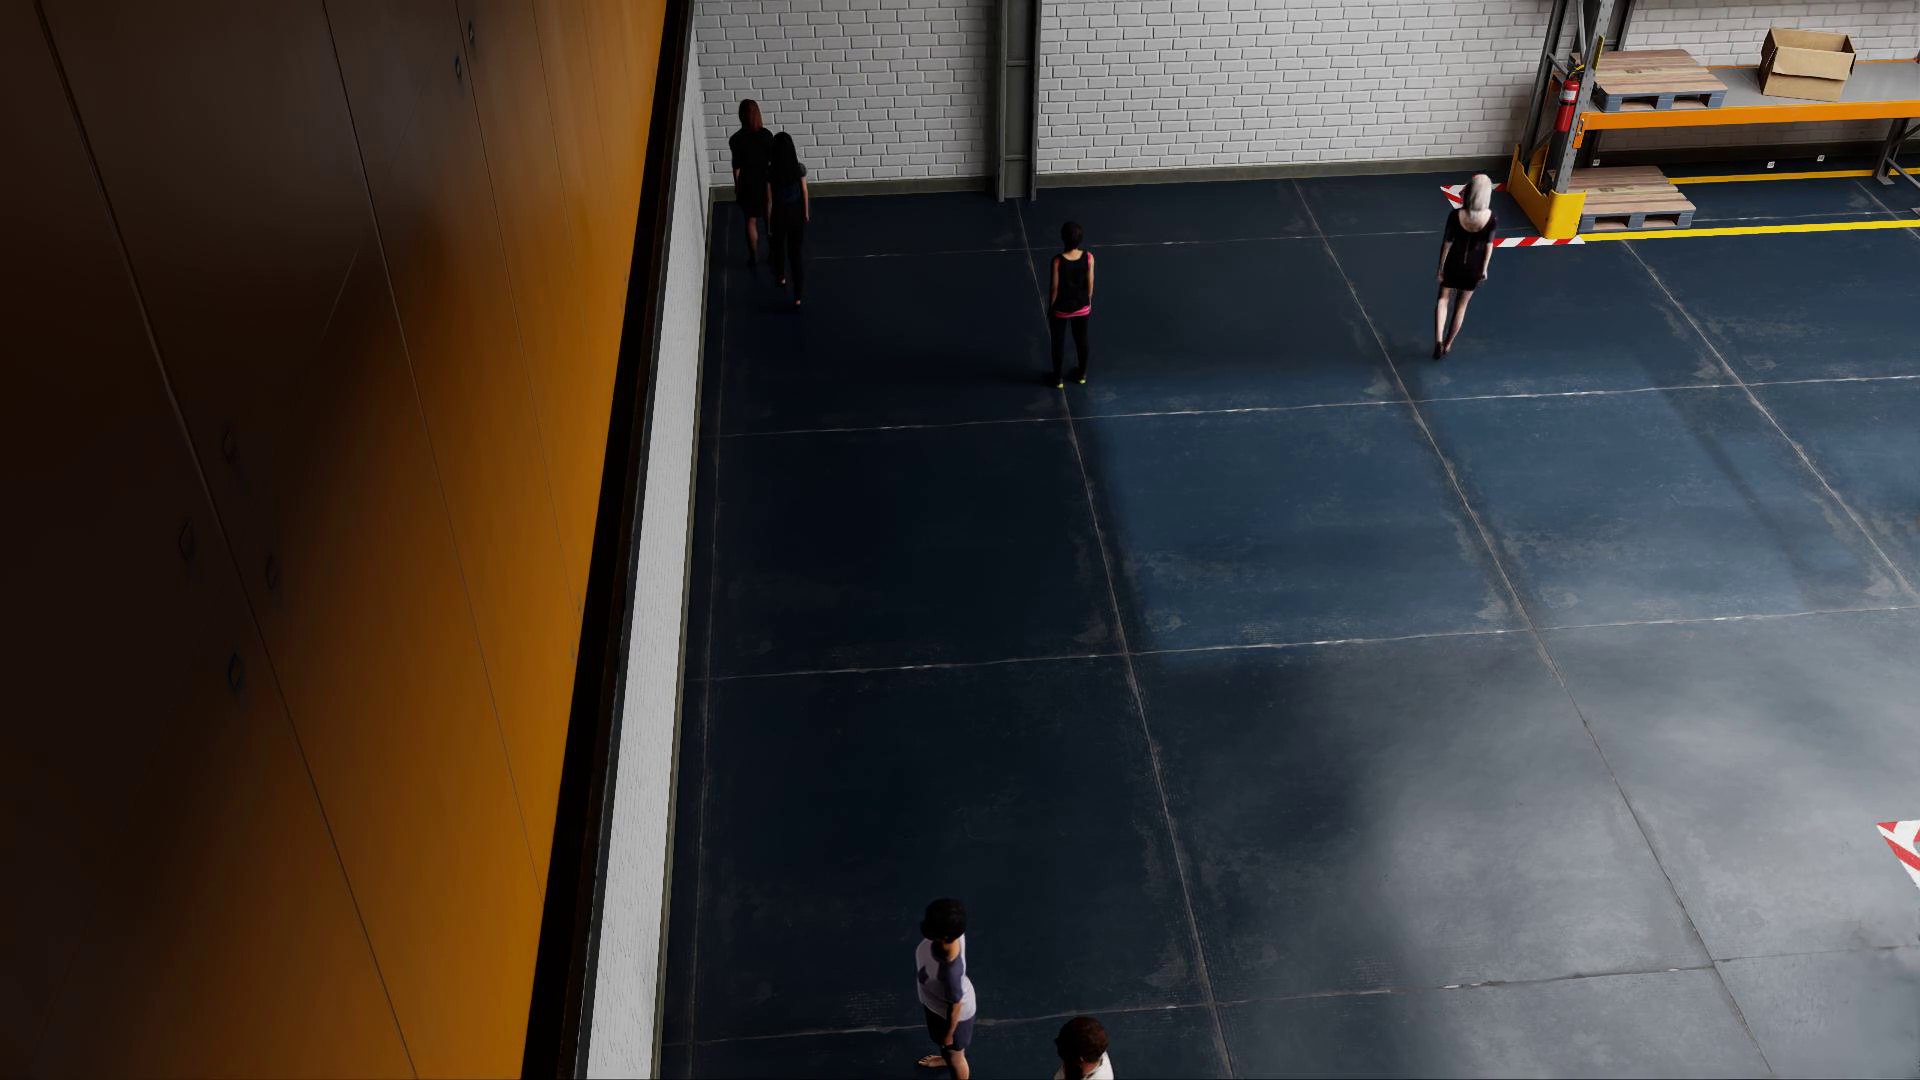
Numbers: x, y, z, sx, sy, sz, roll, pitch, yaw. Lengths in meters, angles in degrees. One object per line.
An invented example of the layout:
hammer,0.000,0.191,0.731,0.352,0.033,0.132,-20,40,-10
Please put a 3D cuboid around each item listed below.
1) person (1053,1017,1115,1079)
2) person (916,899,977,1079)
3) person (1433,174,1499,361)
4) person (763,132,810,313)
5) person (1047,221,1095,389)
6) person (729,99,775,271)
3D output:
person,0.599,2.862,7.906,0.620,1.853,0.704,4,39,4
person,-0.063,2.408,8.705,0.517,1.565,0.558,-4,39,-5
person,4.344,-2.292,14.387,0.837,1.817,0.814,10,40,12
person,-1.555,-2.856,15.174,0.826,1.716,0.736,-11,40,-13
person,0.941,-2.027,14.269,0.476,1.551,0.623,-9,39,-11
person,-1.944,-3.371,15.832,0.565,1.701,0.709,-17,42,-20
